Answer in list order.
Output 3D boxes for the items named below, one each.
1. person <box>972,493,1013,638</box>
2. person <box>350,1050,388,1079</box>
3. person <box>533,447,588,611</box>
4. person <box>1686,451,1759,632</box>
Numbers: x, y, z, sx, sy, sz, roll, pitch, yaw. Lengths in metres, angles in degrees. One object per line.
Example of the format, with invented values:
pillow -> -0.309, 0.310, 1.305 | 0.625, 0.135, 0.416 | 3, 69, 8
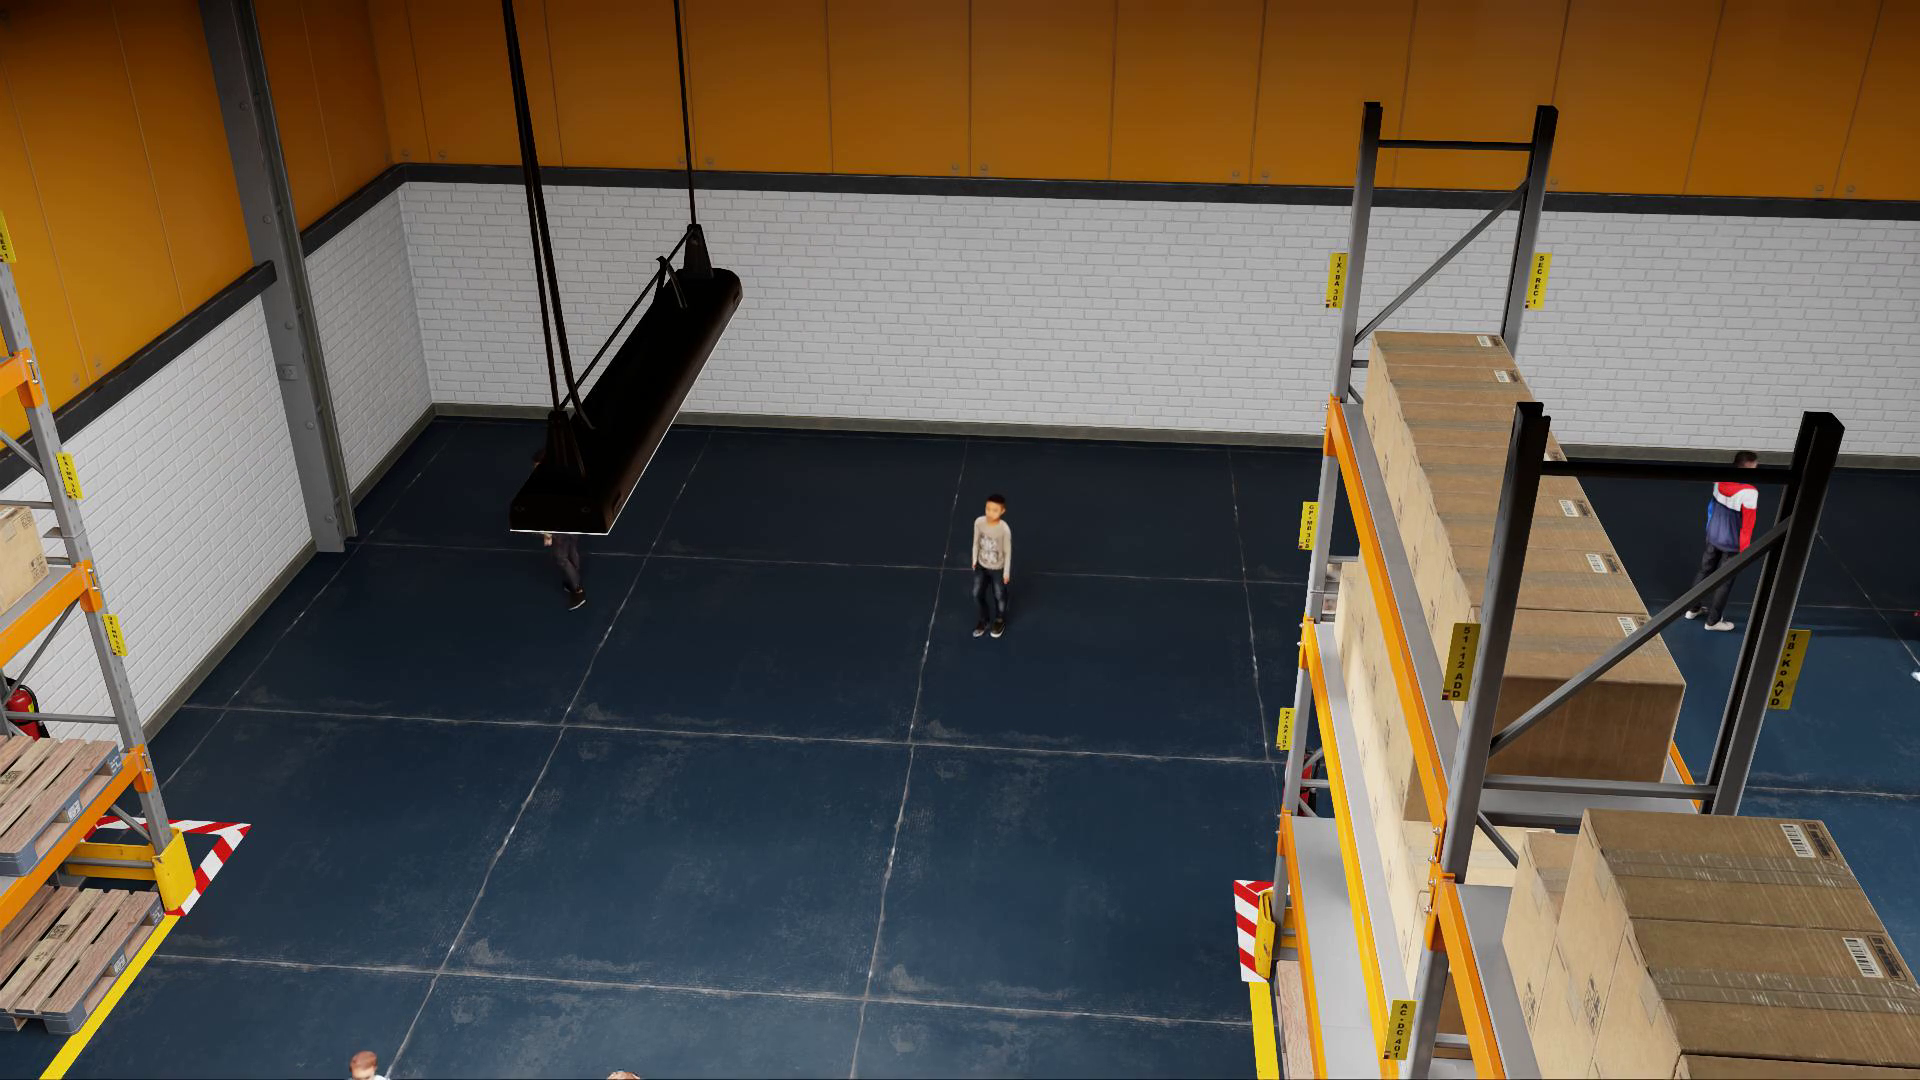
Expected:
person -> 0.332, 0.204, 15.259 | 0.644, 1.452, 0.656 | 13, 31, 22
person -> -3.465, 3.393, 9.886 | 0.549, 0.998, 0.742 | -5, 29, -9
person -> -3.765, -0.198, 15.762 | 0.794, 1.676, 0.524 | 7, 29, 13
person -> 7.057, -0.009, 15.331 | 0.772, 1.757, 0.631 | -11, 30, -19
